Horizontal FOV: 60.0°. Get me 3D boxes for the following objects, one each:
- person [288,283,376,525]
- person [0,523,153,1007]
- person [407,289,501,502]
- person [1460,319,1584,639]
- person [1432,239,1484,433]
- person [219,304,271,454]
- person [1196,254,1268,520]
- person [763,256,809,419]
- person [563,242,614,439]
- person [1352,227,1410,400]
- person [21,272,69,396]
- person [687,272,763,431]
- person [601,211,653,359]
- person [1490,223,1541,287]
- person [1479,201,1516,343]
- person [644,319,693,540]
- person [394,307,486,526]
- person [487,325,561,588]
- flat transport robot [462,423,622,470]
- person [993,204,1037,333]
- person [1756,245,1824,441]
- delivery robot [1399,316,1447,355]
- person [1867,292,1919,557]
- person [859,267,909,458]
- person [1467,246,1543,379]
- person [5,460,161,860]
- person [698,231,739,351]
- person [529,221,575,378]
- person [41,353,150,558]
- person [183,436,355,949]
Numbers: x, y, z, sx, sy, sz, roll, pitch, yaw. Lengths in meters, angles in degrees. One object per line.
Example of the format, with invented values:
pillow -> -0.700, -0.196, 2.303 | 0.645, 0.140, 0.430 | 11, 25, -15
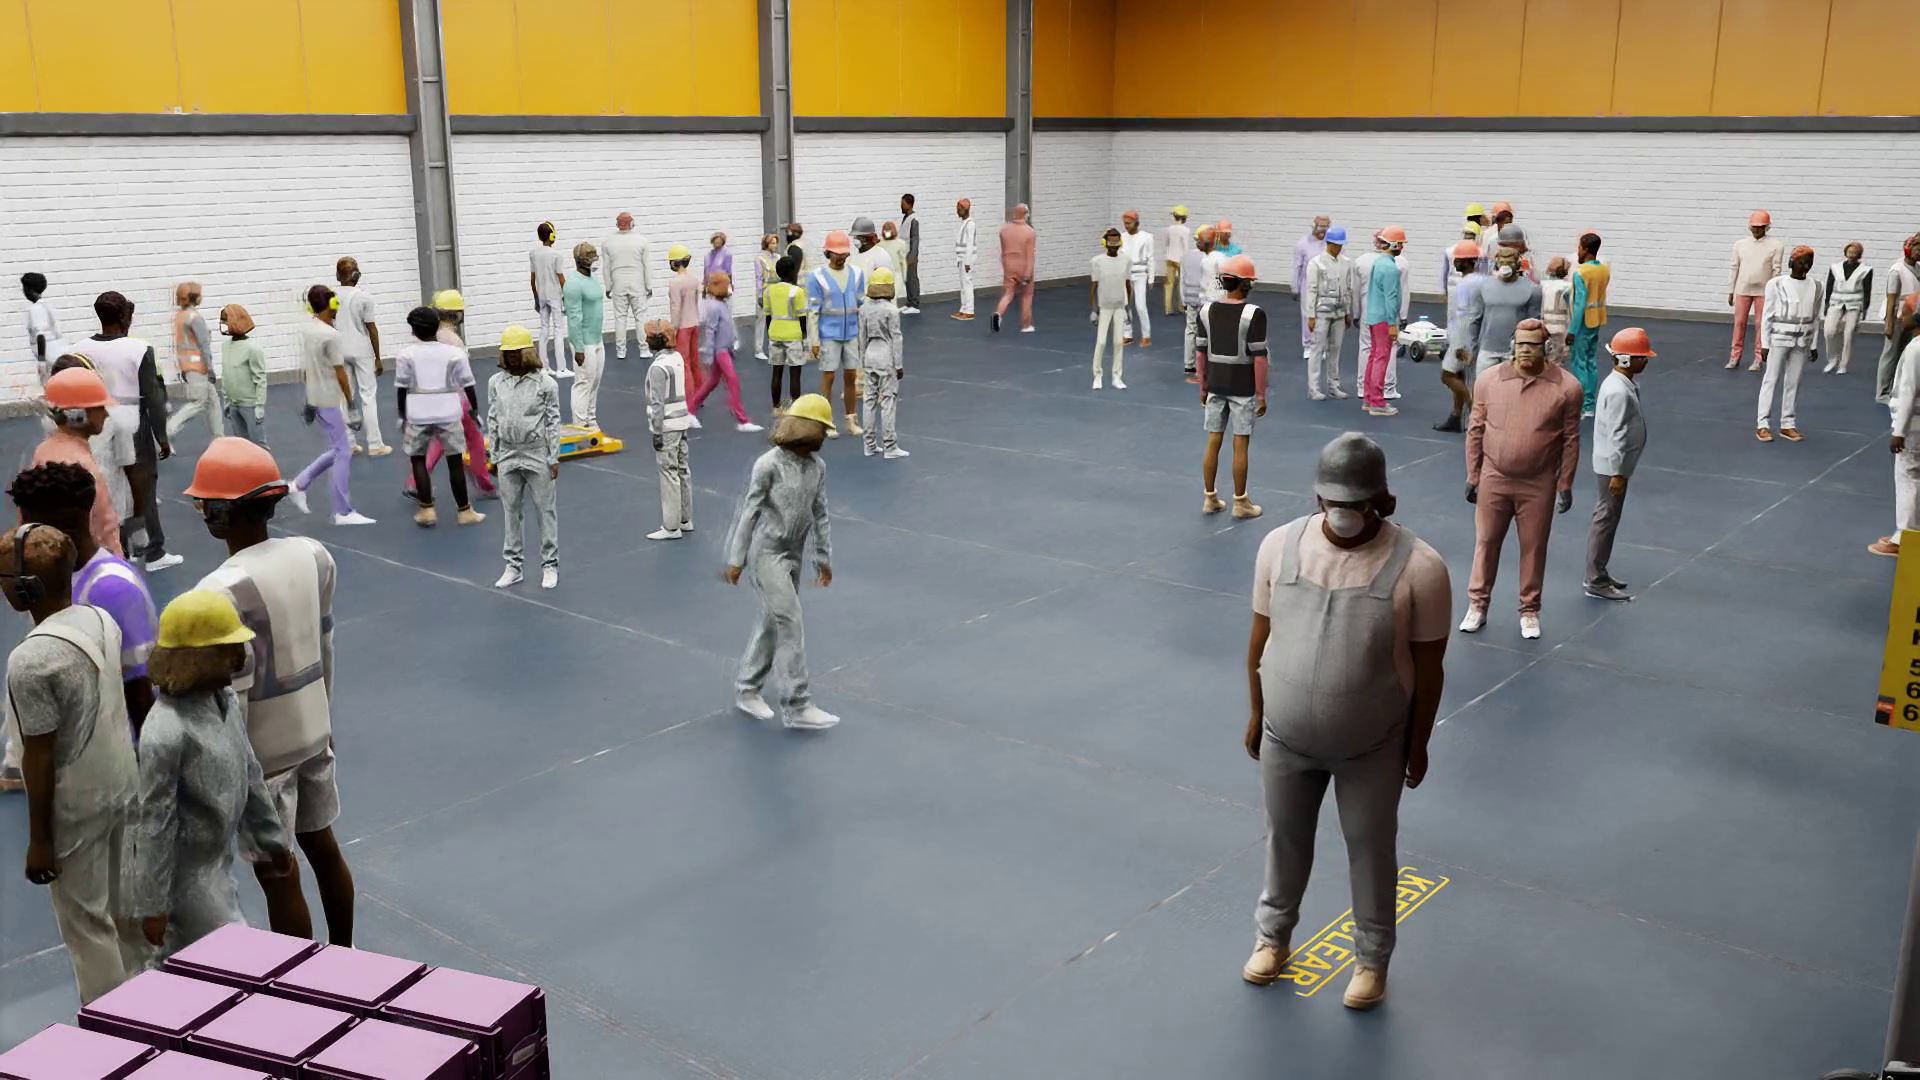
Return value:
person -> -4.854, -1.016, 12.650 | 0.553, 1.853, 0.517 | -8, 16, -29
person -> -2.762, 0.842, 5.234 | 0.341, 1.839, 0.501 | 0, 14, -2
person -> -4.103, -1.143, 13.371 | 0.810, 1.736, 0.535 | -10, 17, -34
person -> 3.319, -0.359, 9.881 | 0.642, 1.910, 0.401 | 6, 15, 23
person -> 4.967, -1.984, 16.340 | 0.496, 1.921, 0.554 | 9, 17, 33
person -> -5.693, -1.058, 13.228 | 0.498, 1.634, 0.280 | 9, 17, 32
person -> 2.115, -1.177, 12.877 | 0.607, 2.042, 0.383 | 11, 18, 38
person -> -1.783, -2.077, 17.174 | 0.529, 1.695, 0.321 | 9, 16, 31
person -> -3.527, -1.848, 15.766 | 0.356, 1.938, 0.638 | 2, 14, 7
person -> 4.675, -2.512, 18.482 | 0.639, 1.910, 0.407 | 7, 16, 27
person -> -8.522, -1.686, 15.669 | 0.402, 1.662, 0.571 | -7, 16, -25
person -> -2.422, -1.883, 16.600 | 0.845, 1.597, 0.503 | 1, 14, 6
person -> -4.313, -3.308, 21.664 | 0.636, 1.910, 0.406 | -1, 14, -2
person -> 5.692, -2.243, 17.138 | 0.705, 2.000, 0.685 | -12, 18, -40
person -> 7.285, -3.586, 22.592 | 0.373, 1.997, 0.616 | 13, 19, 41
person -> -2.151, -0.815, 12.266 | 0.313, 1.634, 0.514 | 2, 14, 8
person -> -3.945, -0.921, 12.581 | 0.628, 1.680, 0.351 | -4, 15, -15
person -> -2.863, -0.539, 10.928 | 0.484, 1.745, 0.298 | 1, 14, 5
flat transport robot -> -3.879, -0.869, 15.234 | 0.652, 0.197, 1.431 | 13, 19, 42
person -> 0.821, -3.945, 24.251 | 0.637, 1.885, 0.740 | 9, 16, 31
person -> 8.005, -1.890, 16.047 | 0.576, 1.883, 0.355 | -1, 14, -4
delivery robot -> 6.033, -2.669, 21.661 | 0.477, 0.478, 0.707 | -4, 15, -15
person -> 6.747, -0.812, 11.769 | 0.366, 1.876, 0.569 | 13, 19, 41
person -> -0.704, -1.623, 15.269 | 0.487, 1.742, 0.301 | 11, 18, 38
person -> 4.960, -1.715, 15.231 | 0.636, 1.938, 0.358 | 6, 15, 22
person -> -2.876, 0.672, 5.718 | 0.493, 1.936, 0.640 | -10, 17, -35
person -> -3.251, -3.336, 22.349 | 0.589, 1.622, 0.437 | 13, 19, 41
person -> -4.931, -2.893, 20.074 | 0.514, 1.876, 0.328 | 6, 15, 23
person -> -4.611, -0.087, 8.910 | 0.514, 1.853, 0.465 | 2, 14, 7
person -> -2.285, 0.669, 5.492 | 0.383, 2.045, 0.605 | 3, 14, 14
